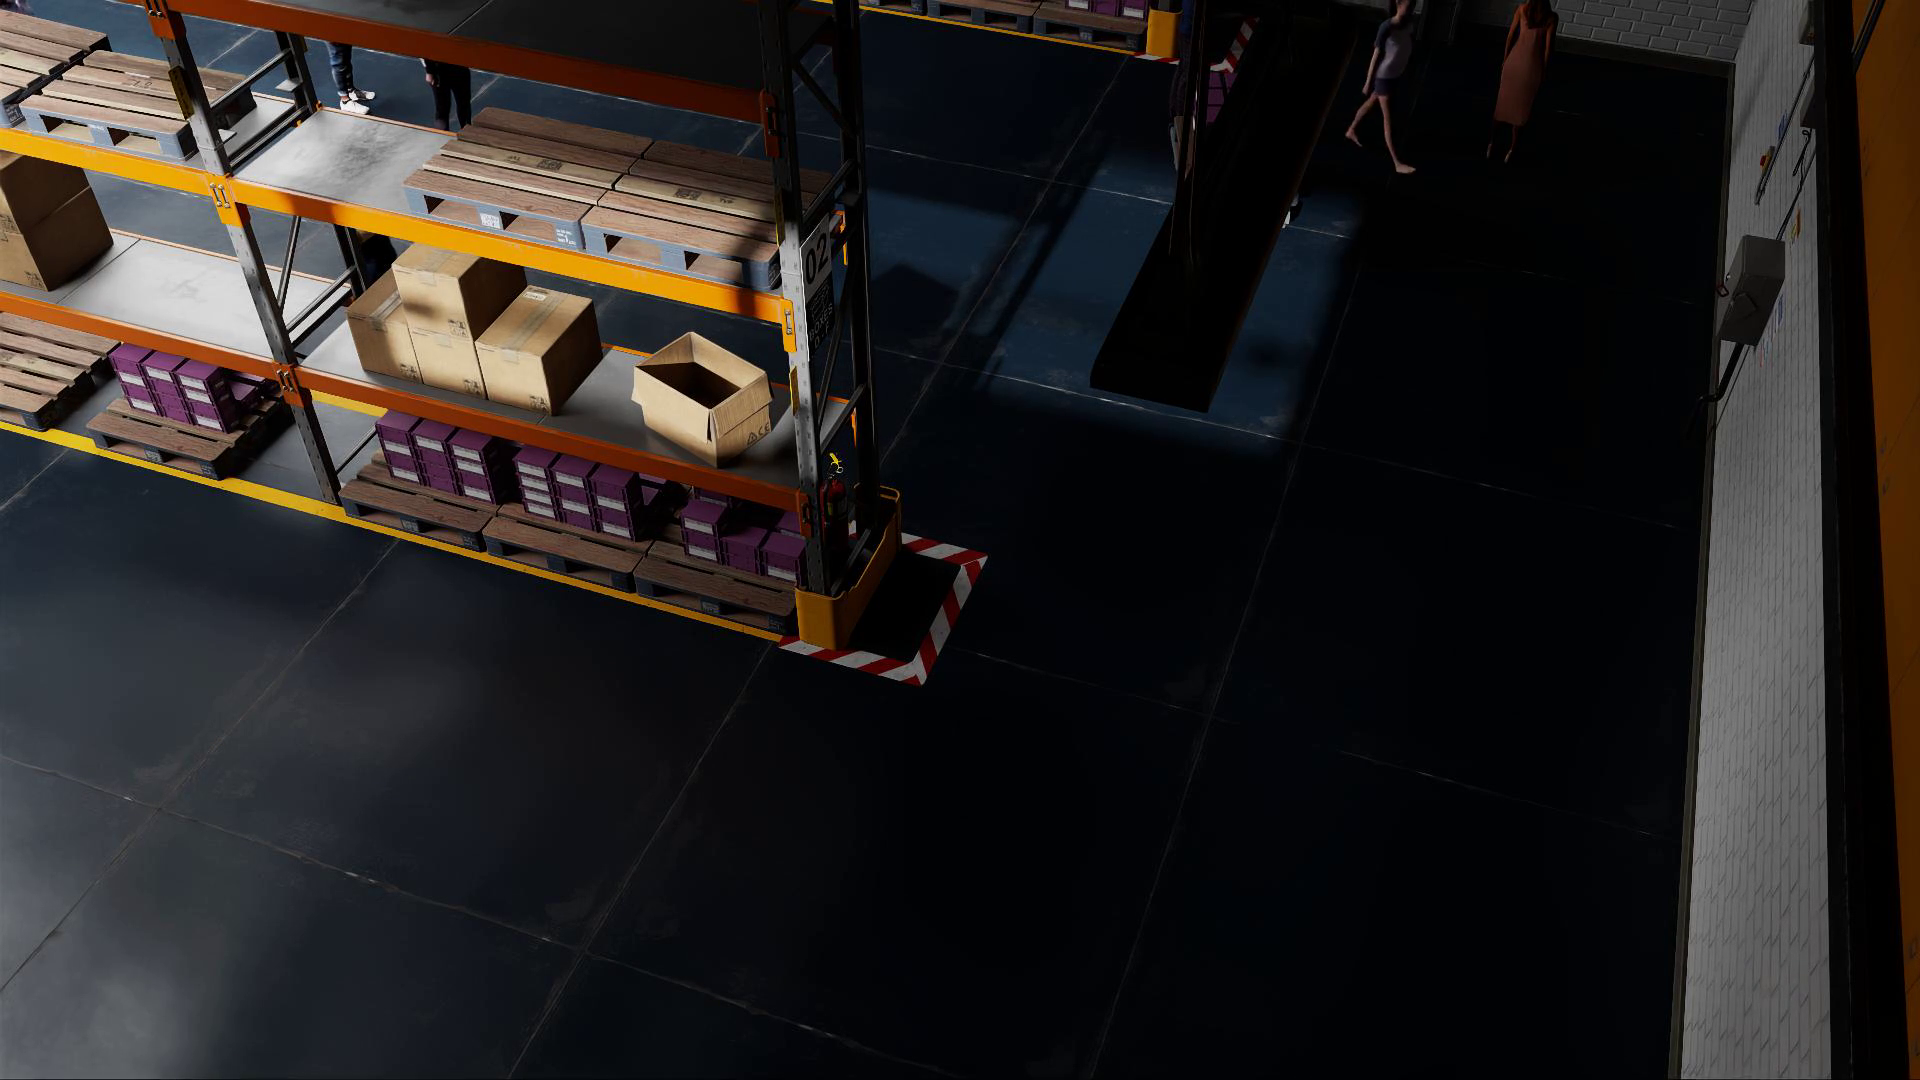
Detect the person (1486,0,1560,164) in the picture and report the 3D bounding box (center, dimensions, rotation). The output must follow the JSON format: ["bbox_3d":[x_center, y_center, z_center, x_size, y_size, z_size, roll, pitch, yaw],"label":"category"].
[{"bbox_3d":[5.229,-4.378,15.454,0.555,1.831,0.709,28,50,26],"label":"person"}]

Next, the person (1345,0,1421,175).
[{"bbox_3d":[3.921,-4.332,15.497,1.010,1.704,1.243,-28,50,-26],"label":"person"}]

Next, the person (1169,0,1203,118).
[{"bbox_3d":[2.229,-4.840,15.909,0.703,1.871,0.734,-3,44,-3],"label":"person"}]

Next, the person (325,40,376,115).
[{"bbox_3d":[-6.115,-5.064,16.184,0.740,1.815,0.772,-1,44,-2],"label":"person"}]
